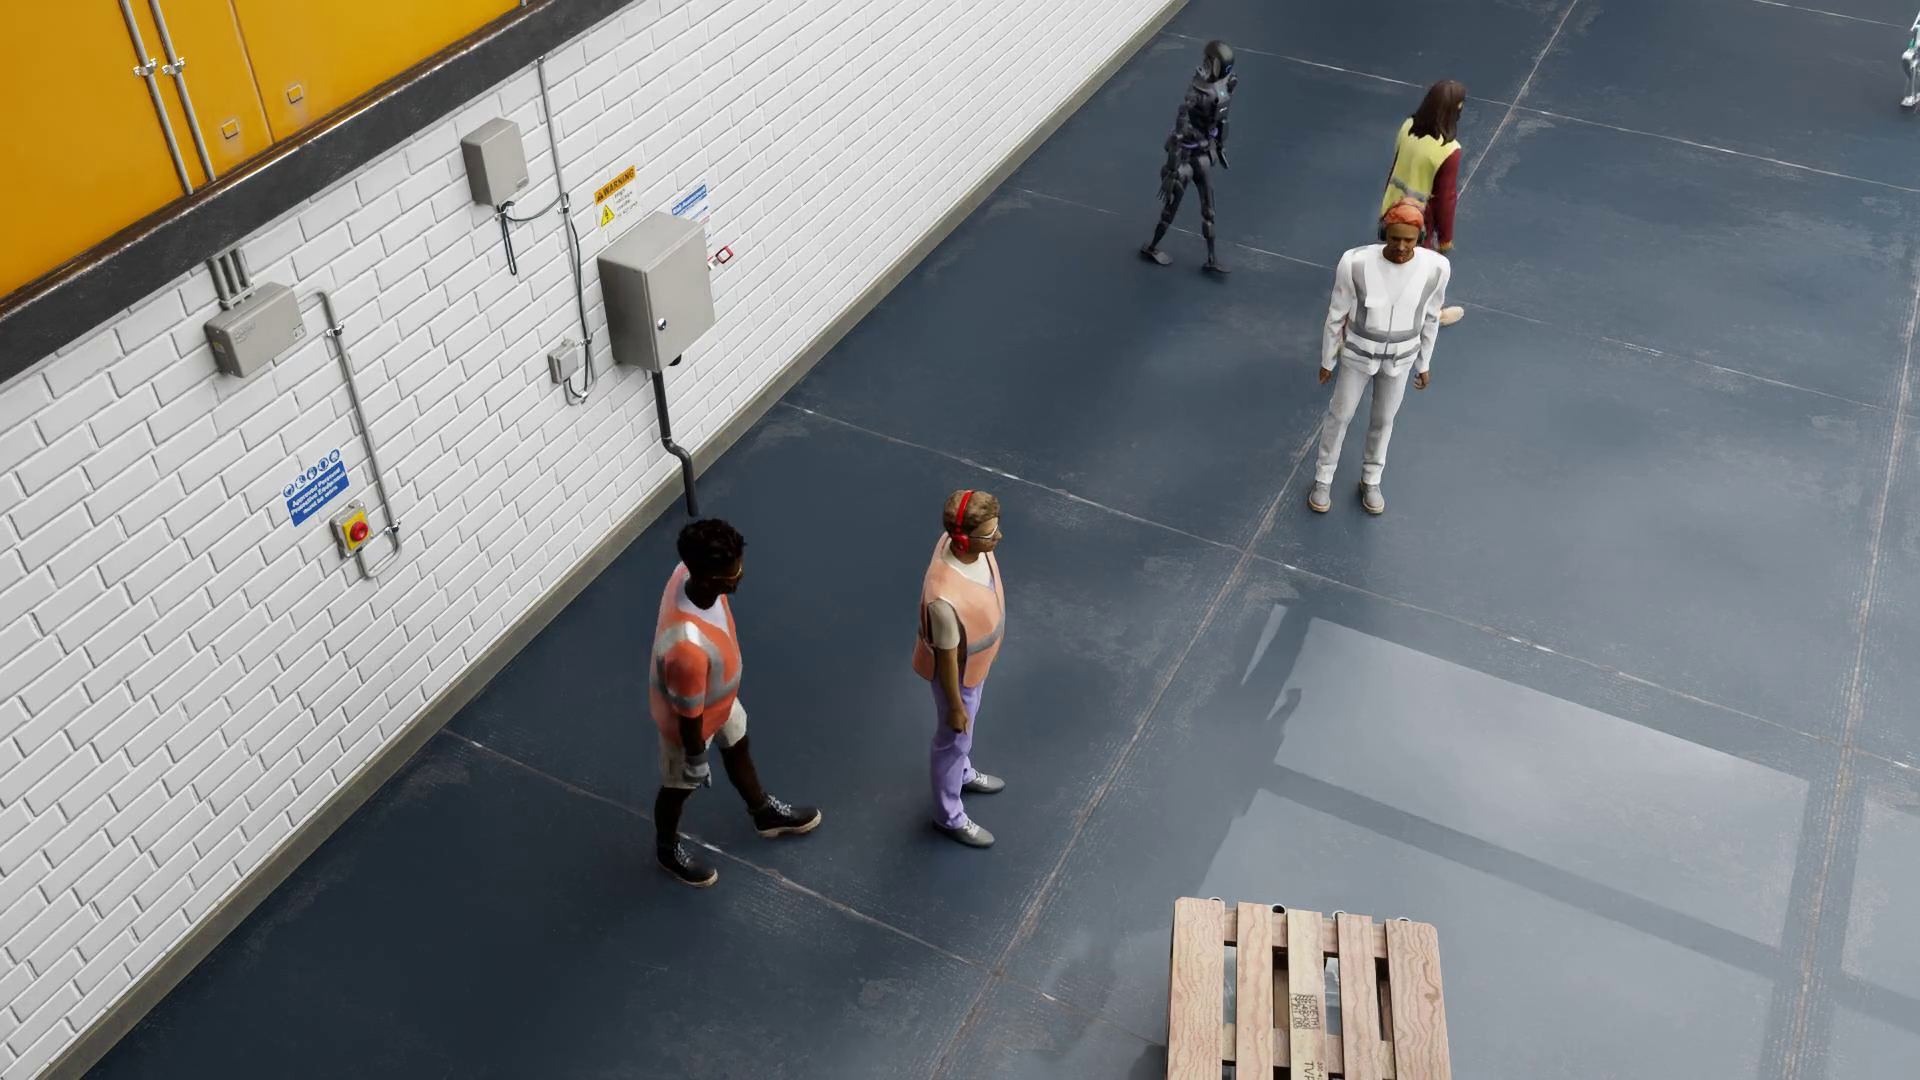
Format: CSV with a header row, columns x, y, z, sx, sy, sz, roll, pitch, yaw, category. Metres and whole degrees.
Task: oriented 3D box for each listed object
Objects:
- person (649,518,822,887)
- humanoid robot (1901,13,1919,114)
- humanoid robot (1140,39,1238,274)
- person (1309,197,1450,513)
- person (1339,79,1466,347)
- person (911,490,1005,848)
x,y,z,sx,sy,sz,roll,pitch,yaw,category
-0.983,0.678,6.798,0.778,1.923,0.636,1,41,2,person
7.353,-3.992,12.373,0.709,1.817,0.548,-26,47,-27,humanoid robot
1.517,-2.434,10.598,0.691,1.624,0.609,33,50,32,humanoid robot
2.176,-0.944,8.697,0.583,1.882,0.337,2,41,3,person
2.742,-1.934,9.968,0.942,1.724,0.489,-13,42,-15,person
0.002,0.524,7.022,0.388,1.847,0.563,8,41,9,person
